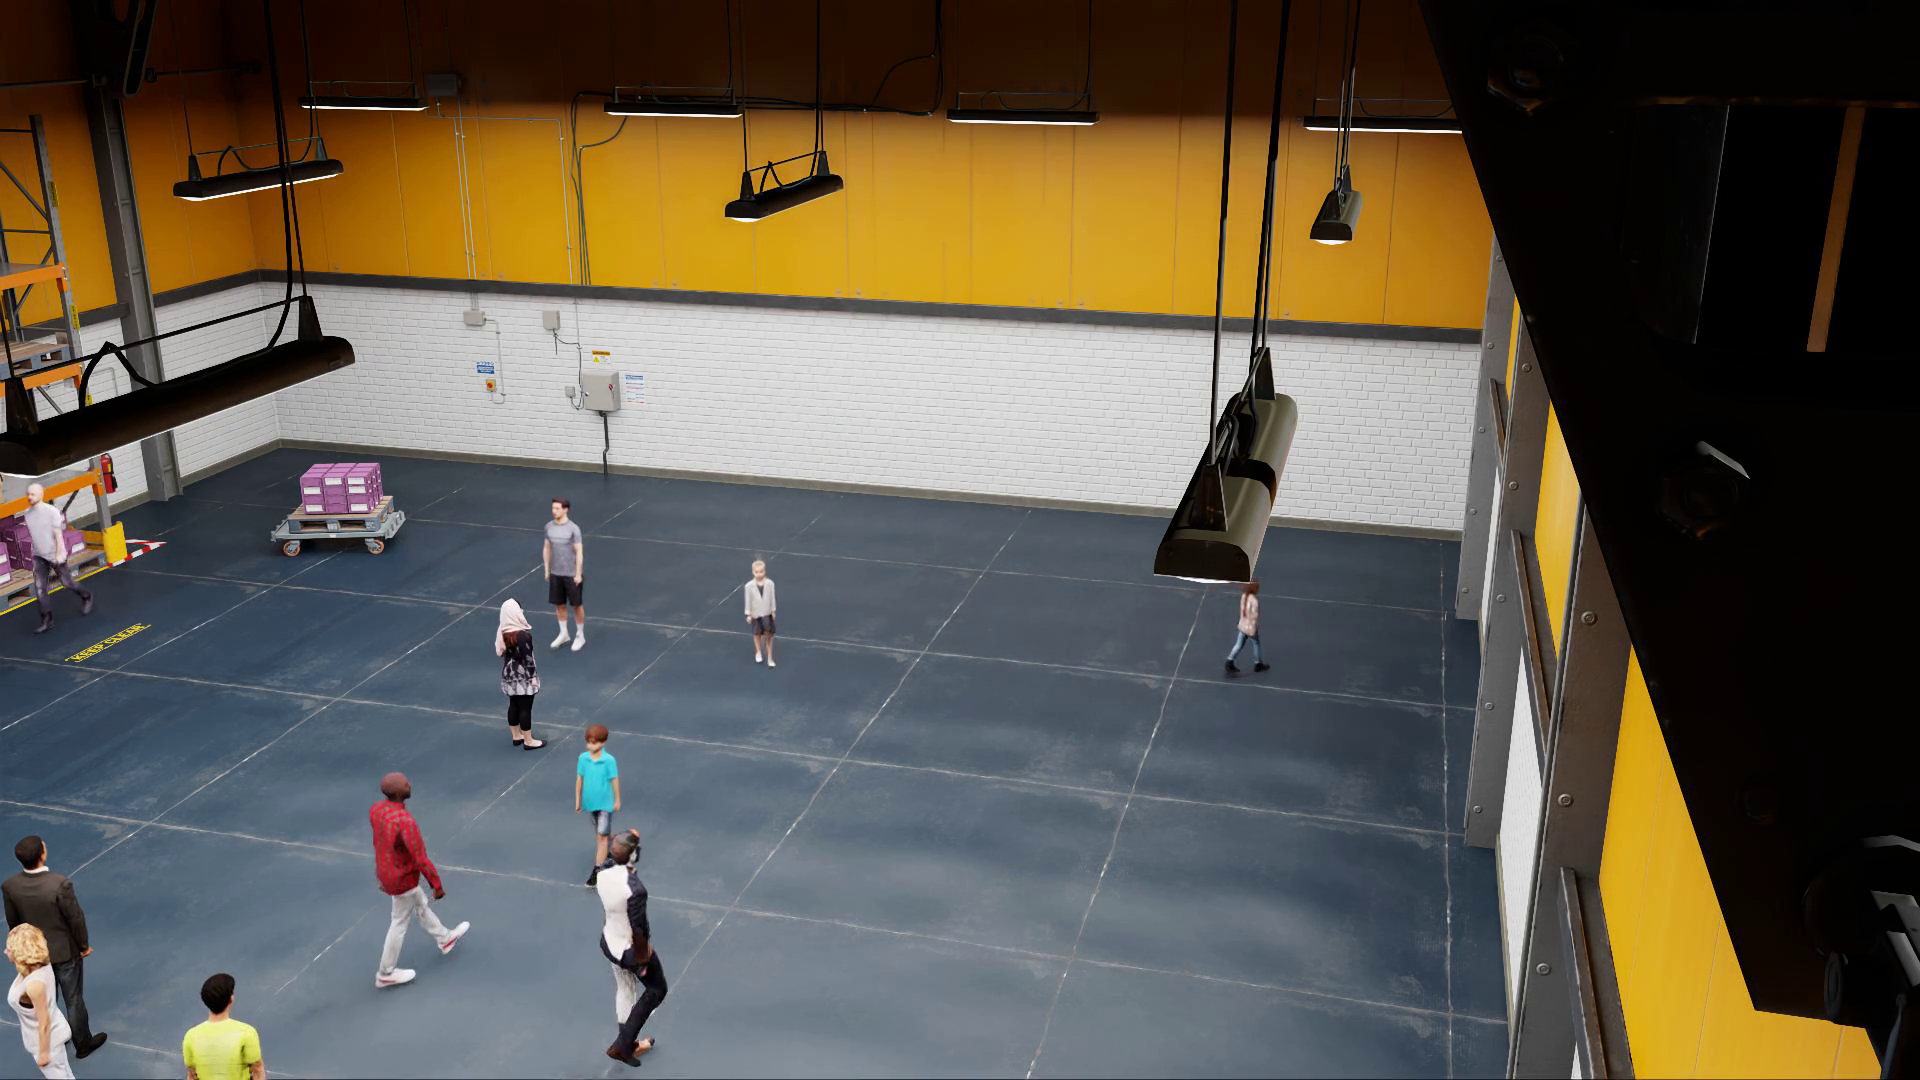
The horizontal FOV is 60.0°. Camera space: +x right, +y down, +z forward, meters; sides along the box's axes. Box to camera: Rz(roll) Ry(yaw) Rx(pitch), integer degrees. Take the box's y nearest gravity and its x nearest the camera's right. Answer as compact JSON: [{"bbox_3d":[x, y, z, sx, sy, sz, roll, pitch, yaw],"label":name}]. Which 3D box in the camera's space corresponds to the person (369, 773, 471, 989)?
[{"bbox_3d":[-4.467,2.694,13.063,1.061,1.787,1.243,17,25,41],"label":"person"}]

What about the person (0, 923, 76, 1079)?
[{"bbox_3d":[-6.194,3.353,11.288,0.751,1.669,0.682,-9,21,-26],"label":"person"}]

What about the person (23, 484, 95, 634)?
[{"bbox_3d":[-11.150,0.176,20.511,0.731,1.805,1.180,3,19,9],"label":"person"}]

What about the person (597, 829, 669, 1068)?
[{"bbox_3d":[-2.471,2.991,12.035,0.833,1.880,0.885,16,24,39],"label":"person"}]

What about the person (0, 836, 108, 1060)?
[{"bbox_3d":[-6.660,2.978,12.192,0.734,1.805,0.655,-1,19,-2],"label":"person"}]

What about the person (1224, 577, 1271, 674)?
[{"bbox_3d":[3.258,0.999,19.056,0.839,1.174,0.819,-8,20,-22],"label":"person"}]

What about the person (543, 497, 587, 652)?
[{"bbox_3d":[-4.687,0.372,19.824,0.674,1.871,0.560,7,20,19],"label":"person"}]

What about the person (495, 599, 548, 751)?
[{"bbox_3d":[-4.565,1.378,17.204,0.733,1.638,0.760,15,24,38],"label":"person"}]

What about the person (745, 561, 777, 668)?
[{"bbox_3d":[-2.330,0.832,19.421,0.704,1.256,0.838,-4,19,-11],"label":"person"}]

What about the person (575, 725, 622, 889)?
[{"bbox_3d":[-3.188,2.292,14.827,0.545,1.422,0.965,6,19,16],"label":"person"}]

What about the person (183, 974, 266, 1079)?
[{"bbox_3d":[-4.674,3.579,10.582,0.897,1.693,1.046,-4,19,-13],"label":"person"}]
